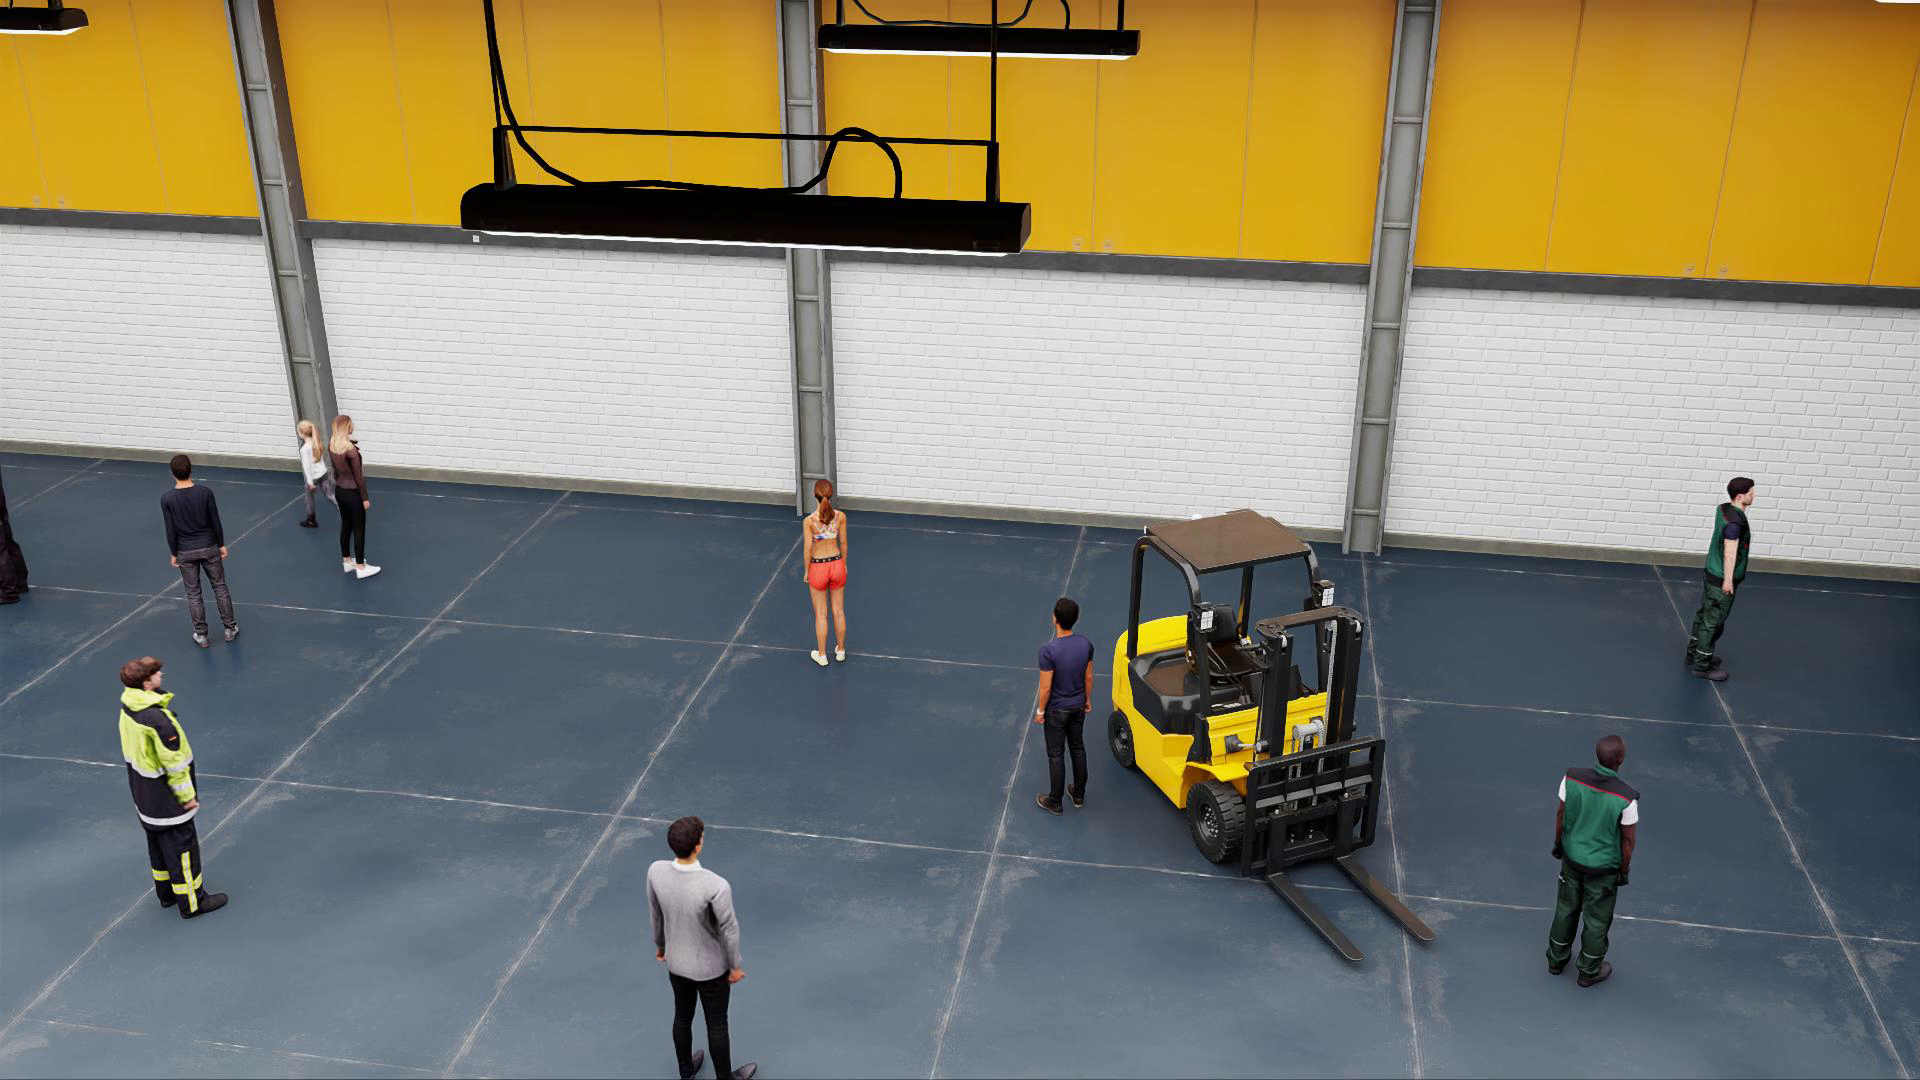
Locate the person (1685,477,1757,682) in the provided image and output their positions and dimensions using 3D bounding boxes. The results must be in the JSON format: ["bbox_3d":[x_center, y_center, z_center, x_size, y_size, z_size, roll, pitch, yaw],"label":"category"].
[{"bbox_3d":[6.847,0.314,14.941,0.566,1.899,0.687,5,24,12],"label":"person"}]

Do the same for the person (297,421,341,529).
[{"bbox_3d":[-6.909,-0.687,18.025,0.922,1.263,0.584,9,25,20],"label":"person"}]

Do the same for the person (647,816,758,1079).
[{"bbox_3d":[-1.580,2.491,9.930,0.667,1.923,0.856,10,25,21],"label":"person"}]

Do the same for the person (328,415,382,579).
[{"bbox_3d":[-6.220,-0.452,16.941,0.617,1.700,0.732,18,29,35],"label":"person"}]

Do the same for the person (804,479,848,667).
[{"bbox_3d":[-1.211,0.290,15.130,0.652,1.792,0.733,-10,25,-21],"label":"person"}]

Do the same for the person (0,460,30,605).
[{"bbox_3d":[-9.523,-0.272,16.346,0.643,1.848,0.701,-1,24,-2],"label":"person"}]

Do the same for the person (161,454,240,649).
[{"bbox_3d":[-7.091,0.096,15.476,0.702,1.870,0.778,-14,27,-28],"label":"person"}]

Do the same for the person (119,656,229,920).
[{"bbox_3d":[-5.585,1.713,11.636,0.795,1.982,0.928,18,30,36],"label":"person"}]

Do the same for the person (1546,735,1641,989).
[{"bbox_3d":[4.157,2.096,10.940,0.847,1.839,0.751,-22,32,-40],"label":"person"}]

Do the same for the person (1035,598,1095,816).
[{"bbox_3d":[0.810,1.283,12.859,0.683,1.791,0.772,-13,27,-27],"label":"person"}]
